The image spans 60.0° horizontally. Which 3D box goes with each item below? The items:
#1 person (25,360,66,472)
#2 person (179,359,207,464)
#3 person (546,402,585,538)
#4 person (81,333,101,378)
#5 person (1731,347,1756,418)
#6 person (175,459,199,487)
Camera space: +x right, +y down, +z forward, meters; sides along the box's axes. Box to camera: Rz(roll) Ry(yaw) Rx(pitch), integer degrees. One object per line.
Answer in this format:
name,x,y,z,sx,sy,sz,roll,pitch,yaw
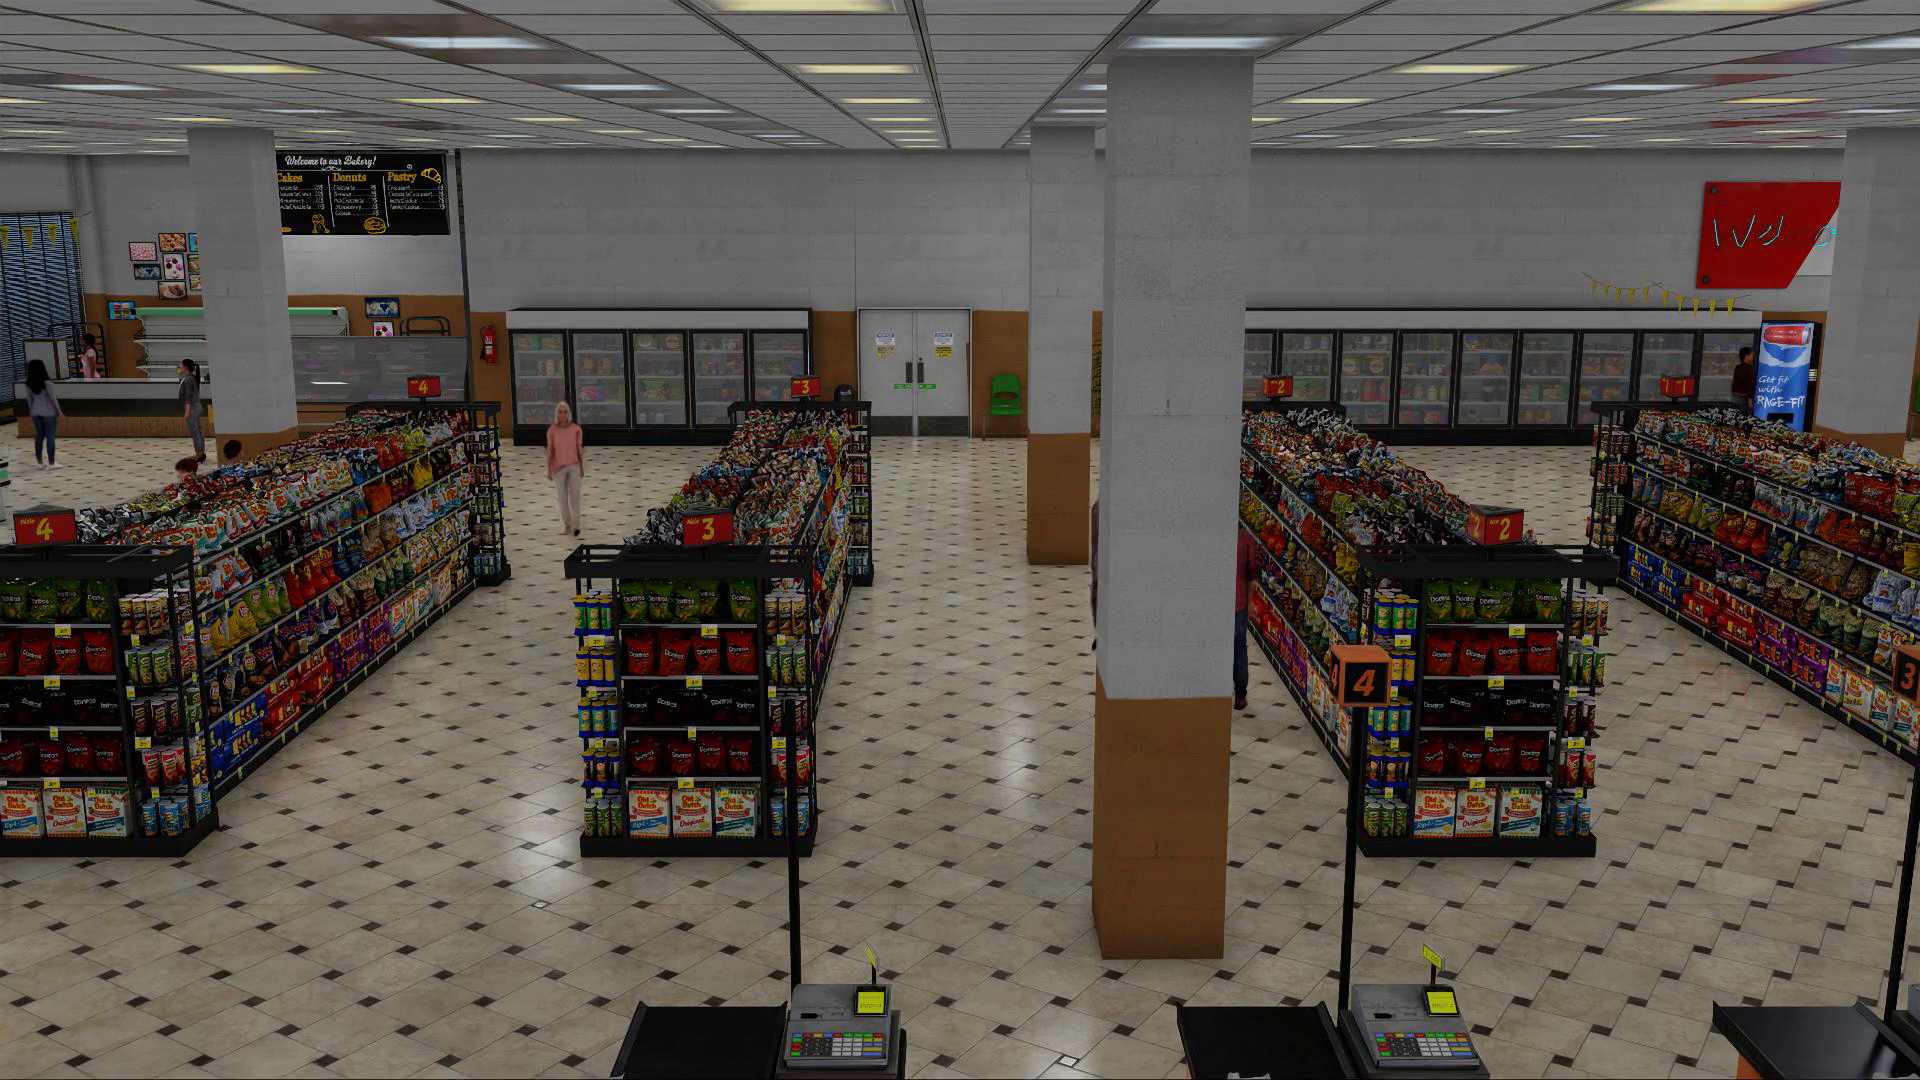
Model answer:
person,-14.304,-1.943,25.917,0.669,1.732,0.663,2,12,10
person,-12.272,-2.059,26.605,0.717,1.677,0.565,-2,12,-9
person,-4.988,-0.894,21.053,0.809,1.685,1.130,-3,12,-16
person,-15.952,-2.933,30.597,0.711,1.741,0.582,-5,13,-24
person,12.910,-2.299,27.497,0.729,1.778,0.503,-2,12,-8
person,-8.386,-0.180,18.331,0.905,1.408,1.029,9,15,37
